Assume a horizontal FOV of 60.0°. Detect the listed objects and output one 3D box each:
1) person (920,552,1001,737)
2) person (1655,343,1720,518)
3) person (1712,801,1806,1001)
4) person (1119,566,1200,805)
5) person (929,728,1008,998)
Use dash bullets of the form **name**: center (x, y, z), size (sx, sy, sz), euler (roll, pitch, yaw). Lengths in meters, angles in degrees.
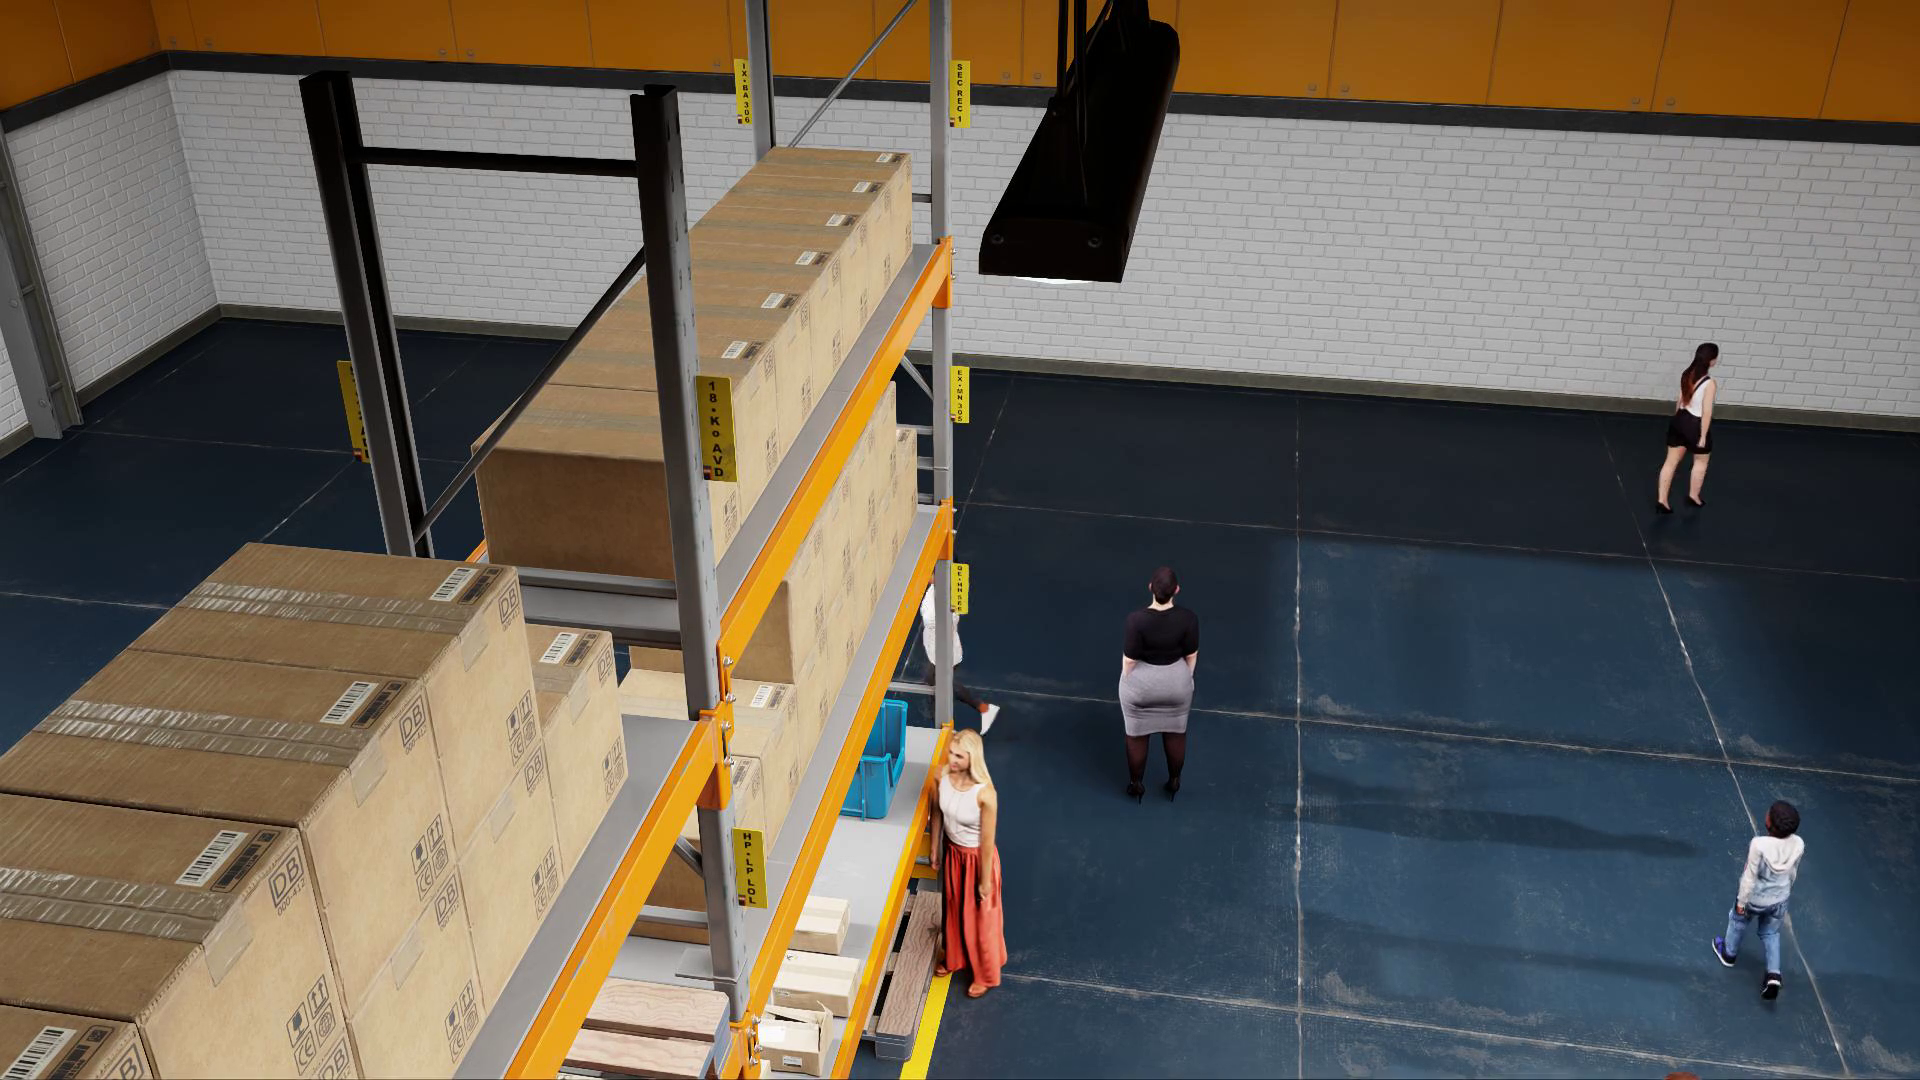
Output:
- **person**: center (-0.041, 0.783, 11.543), size (0.855, 1.622, 0.907), euler (-6, 29, -11)
- **person**: center (6.382, -0.946, 14.703), size (0.863, 1.632, 0.828), euler (-13, 31, -23)
- **person**: center (4.660, 2.066, 9.585), size (0.531, 1.245, 0.819), euler (1, 29, 1)
- **person**: center (1.312, 0.974, 11.051), size (0.730, 1.758, 0.700), euler (-2, 29, -3)
- **person**: center (0.052, 1.817, 9.462), size (0.724, 1.800, 0.755), euler (23, 36, 36)
